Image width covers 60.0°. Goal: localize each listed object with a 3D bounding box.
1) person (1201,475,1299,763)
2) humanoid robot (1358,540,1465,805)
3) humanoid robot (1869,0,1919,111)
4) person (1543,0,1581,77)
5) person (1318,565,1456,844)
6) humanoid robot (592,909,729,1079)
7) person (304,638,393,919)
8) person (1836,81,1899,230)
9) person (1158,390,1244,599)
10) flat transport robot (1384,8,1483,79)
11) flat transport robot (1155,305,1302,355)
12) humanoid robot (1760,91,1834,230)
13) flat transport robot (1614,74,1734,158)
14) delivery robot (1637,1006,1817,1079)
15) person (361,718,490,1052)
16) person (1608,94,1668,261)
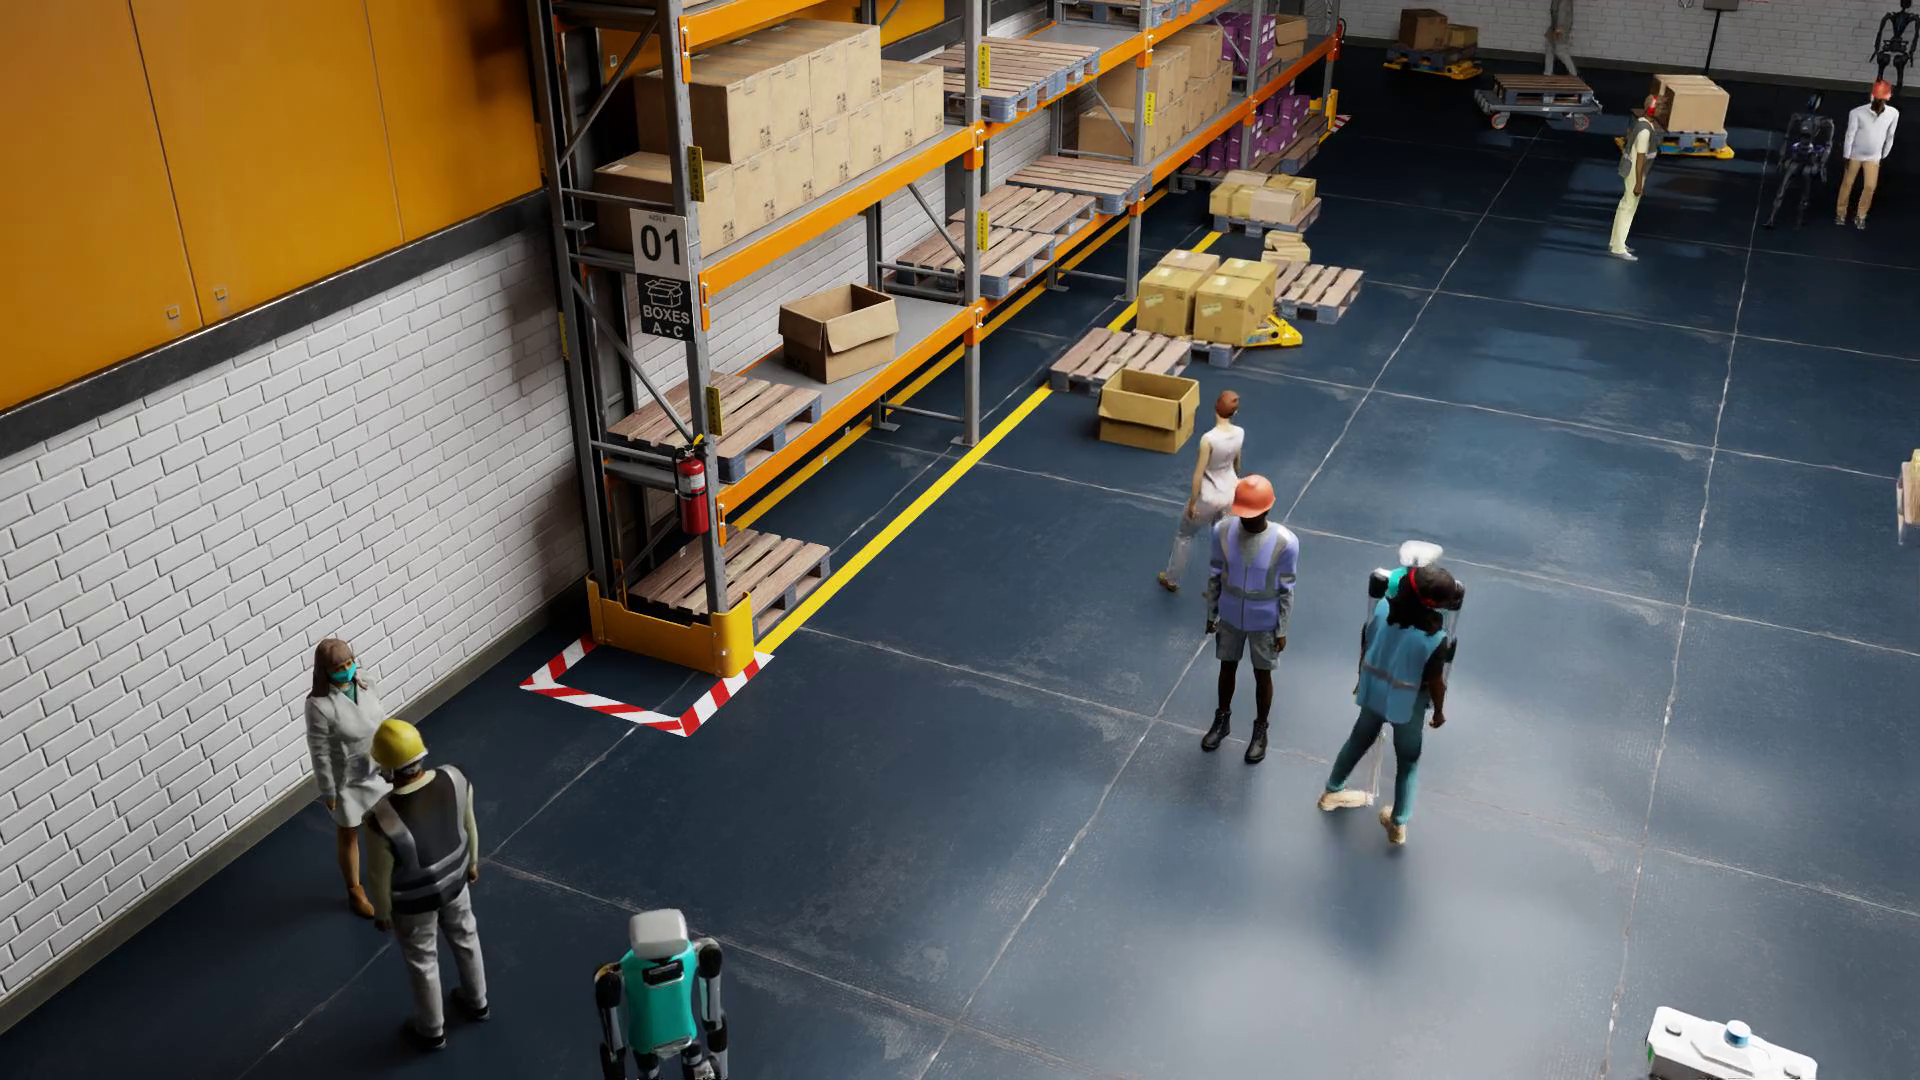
[{"bbox_3d":[1.740,0.472,10.110,0.542,1.929,0.386,13,31,23],"label":"person"},{"bbox_3d":[2.683,0.684,9.969,0.531,1.786,0.891,9,30,17],"label":"humanoid robot"},{"bbox_3d":[13.819,-7.206,24.613,0.610,1.648,0.472,18,33,30],"label":"humanoid robot"},{"bbox_3d":[9.506,-8.092,26.130,0.695,1.797,0.521,5,29,9],"label":"person"},{"bbox_3d":[2.420,0.906,9.403,0.421,1.850,0.598,-24,37,-37],"label":"person"},{"bbox_3d":[-1.129,2.374,6.819,0.550,1.744,1.045,-13,31,-23],"label":"humanoid robot"},{"bbox_3d":[-3.220,1.257,8.928,0.335,1.659,0.495,16,32,27],"label":"person"},{"bbox_3d":[10.668,-4.526,19.577,0.560,1.730,0.601,6,29,12],"label":"person"},{"bbox_3d":[1.741,-0.331,11.896,0.458,1.626,0.691,-17,33,-28],"label":"person"},{"bbox_3d":[7.706,-7.739,27.079,1.431,0.231,0.659,24,36,36],"label":"flat transport robot"},{"bbox_3d":[2.626,-2.092,16.607,1.431,0.231,0.659,-6,29,-11],"label":"flat transport robot"},{"bbox_3d":[9.858,-4.411,19.446,0.674,1.635,0.601,-24,37,-37],"label":"humanoid robot"},{"bbox_3d":[9.783,-5.431,22.798,1.431,0.231,0.659,4,29,7],"label":"flat transport robot"},{"bbox_3d":[3.567,2.501,7.788,0.789,0.593,0.499,16,32,27],"label":"delivery robot"},{"bbox_3d":[-2.578,1.652,8.027,0.403,1.827,0.593,19,34,31],"label":"person"},{"bbox_3d":[7.551,-4.068,18.615,0.373,1.839,0.568,8,29,14],"label":"person"}]
